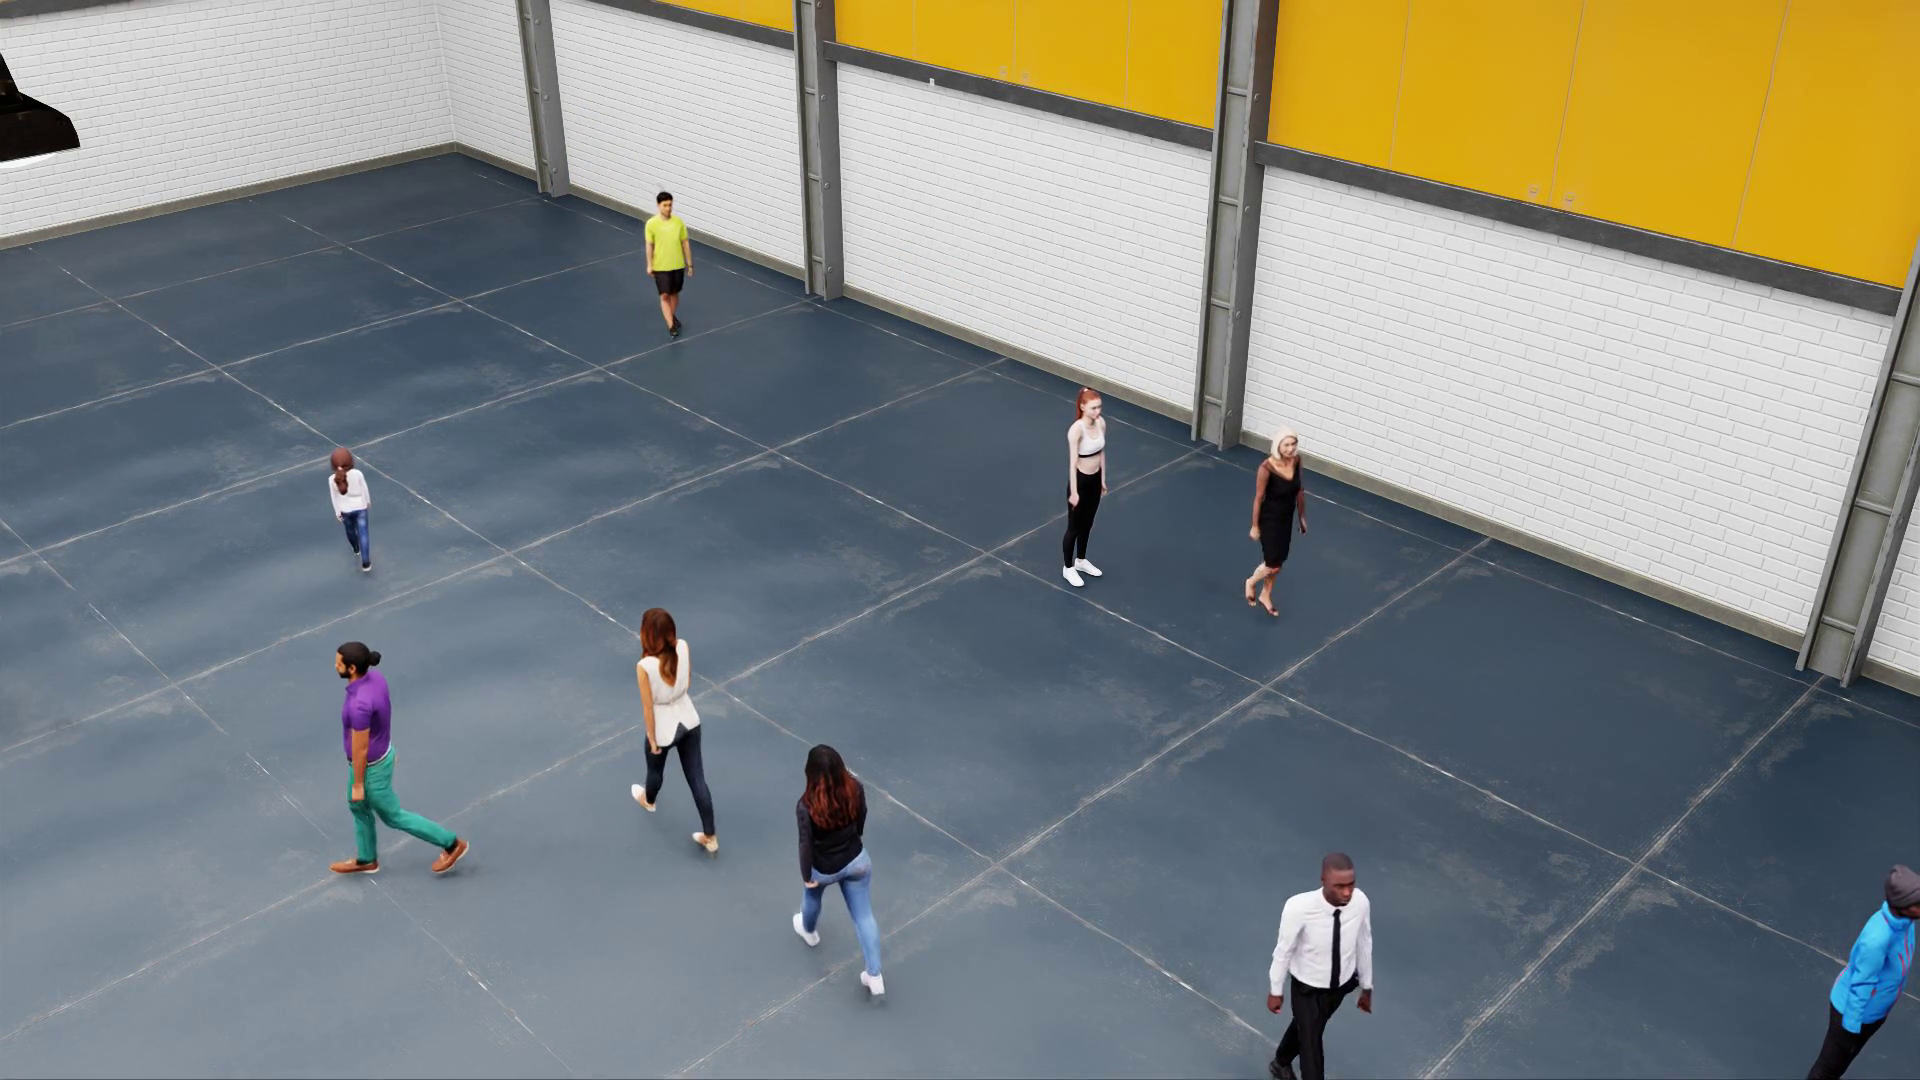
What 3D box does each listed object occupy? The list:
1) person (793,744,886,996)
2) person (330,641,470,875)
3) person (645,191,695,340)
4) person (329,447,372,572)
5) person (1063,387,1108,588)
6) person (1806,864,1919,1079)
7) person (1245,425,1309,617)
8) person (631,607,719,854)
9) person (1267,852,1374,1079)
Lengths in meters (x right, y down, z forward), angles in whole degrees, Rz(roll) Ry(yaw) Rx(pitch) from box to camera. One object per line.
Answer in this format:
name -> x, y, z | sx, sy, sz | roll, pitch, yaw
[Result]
person -> -0.676, 1.940, 9.724 | 0.863, 1.589, 1.190 | -15, 32, -25
person -> -3.602, 1.425, 10.510 | 1.082, 1.739, 1.160 | -7, 29, -12
person -> -3.358, -3.171, 19.014 | 0.871, 1.664, 1.124 | -12, 31, -21
person -> -5.205, -0.257, 14.273 | 0.683, 1.089, 0.841 | -8, 30, -14
person -> 1.045, -0.463, 13.970 | 0.579, 1.741, 0.506 | -24, 37, -37
person -> 4.668, 2.416, 8.637 | 0.607, 1.793, 0.528 | -24, 37, -37
person -> 2.498, -0.179, 13.457 | 0.655, 1.734, 0.690 | -19, 34, -31
person -> -1.800, 1.269, 10.800 | 0.649, 1.736, 1.113 | -22, 35, -34
person -> 1.858, 2.326, 8.799 | 1.033, 1.797, 1.276 | -9, 30, -15
